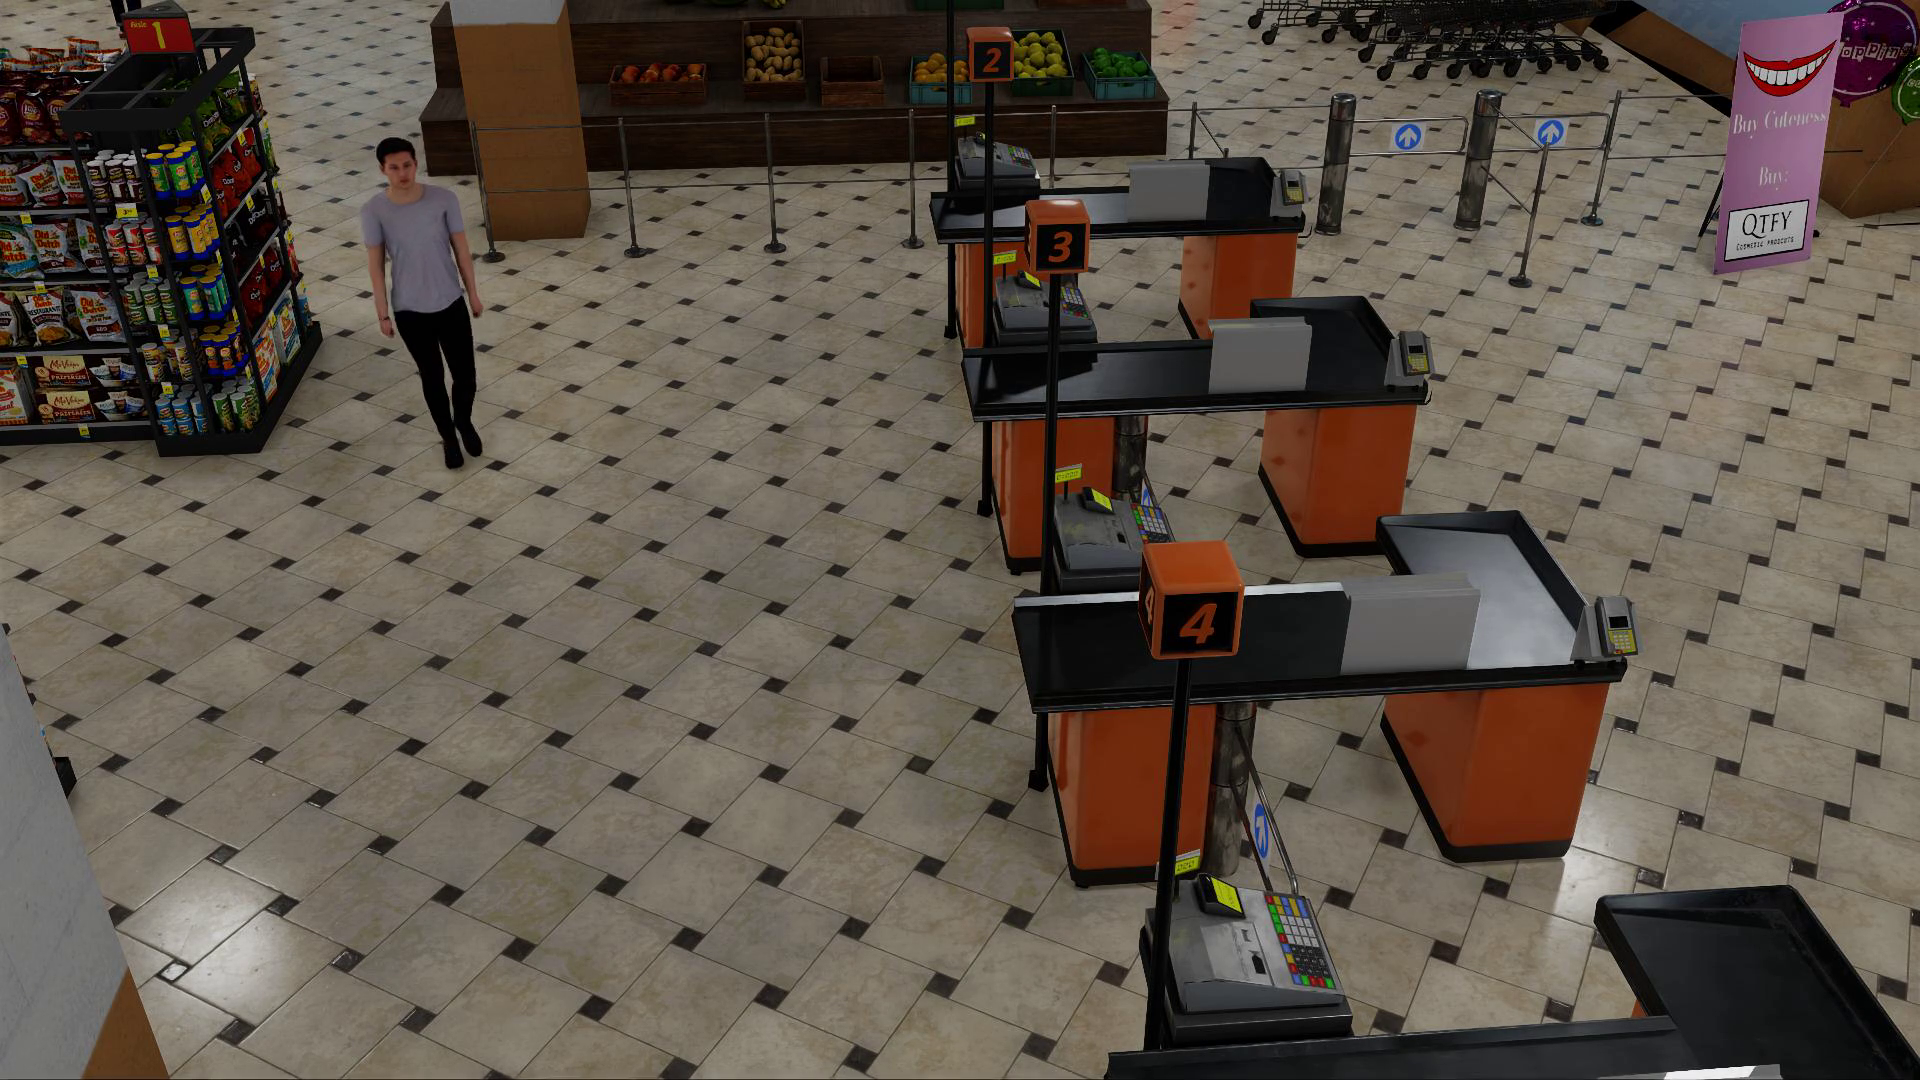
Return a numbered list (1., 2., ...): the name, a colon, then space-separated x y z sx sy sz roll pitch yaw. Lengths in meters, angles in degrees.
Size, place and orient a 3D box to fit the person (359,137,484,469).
1. person: -2.867 -1.294 8.983 0.657 1.857 0.818 -10 33 -16
